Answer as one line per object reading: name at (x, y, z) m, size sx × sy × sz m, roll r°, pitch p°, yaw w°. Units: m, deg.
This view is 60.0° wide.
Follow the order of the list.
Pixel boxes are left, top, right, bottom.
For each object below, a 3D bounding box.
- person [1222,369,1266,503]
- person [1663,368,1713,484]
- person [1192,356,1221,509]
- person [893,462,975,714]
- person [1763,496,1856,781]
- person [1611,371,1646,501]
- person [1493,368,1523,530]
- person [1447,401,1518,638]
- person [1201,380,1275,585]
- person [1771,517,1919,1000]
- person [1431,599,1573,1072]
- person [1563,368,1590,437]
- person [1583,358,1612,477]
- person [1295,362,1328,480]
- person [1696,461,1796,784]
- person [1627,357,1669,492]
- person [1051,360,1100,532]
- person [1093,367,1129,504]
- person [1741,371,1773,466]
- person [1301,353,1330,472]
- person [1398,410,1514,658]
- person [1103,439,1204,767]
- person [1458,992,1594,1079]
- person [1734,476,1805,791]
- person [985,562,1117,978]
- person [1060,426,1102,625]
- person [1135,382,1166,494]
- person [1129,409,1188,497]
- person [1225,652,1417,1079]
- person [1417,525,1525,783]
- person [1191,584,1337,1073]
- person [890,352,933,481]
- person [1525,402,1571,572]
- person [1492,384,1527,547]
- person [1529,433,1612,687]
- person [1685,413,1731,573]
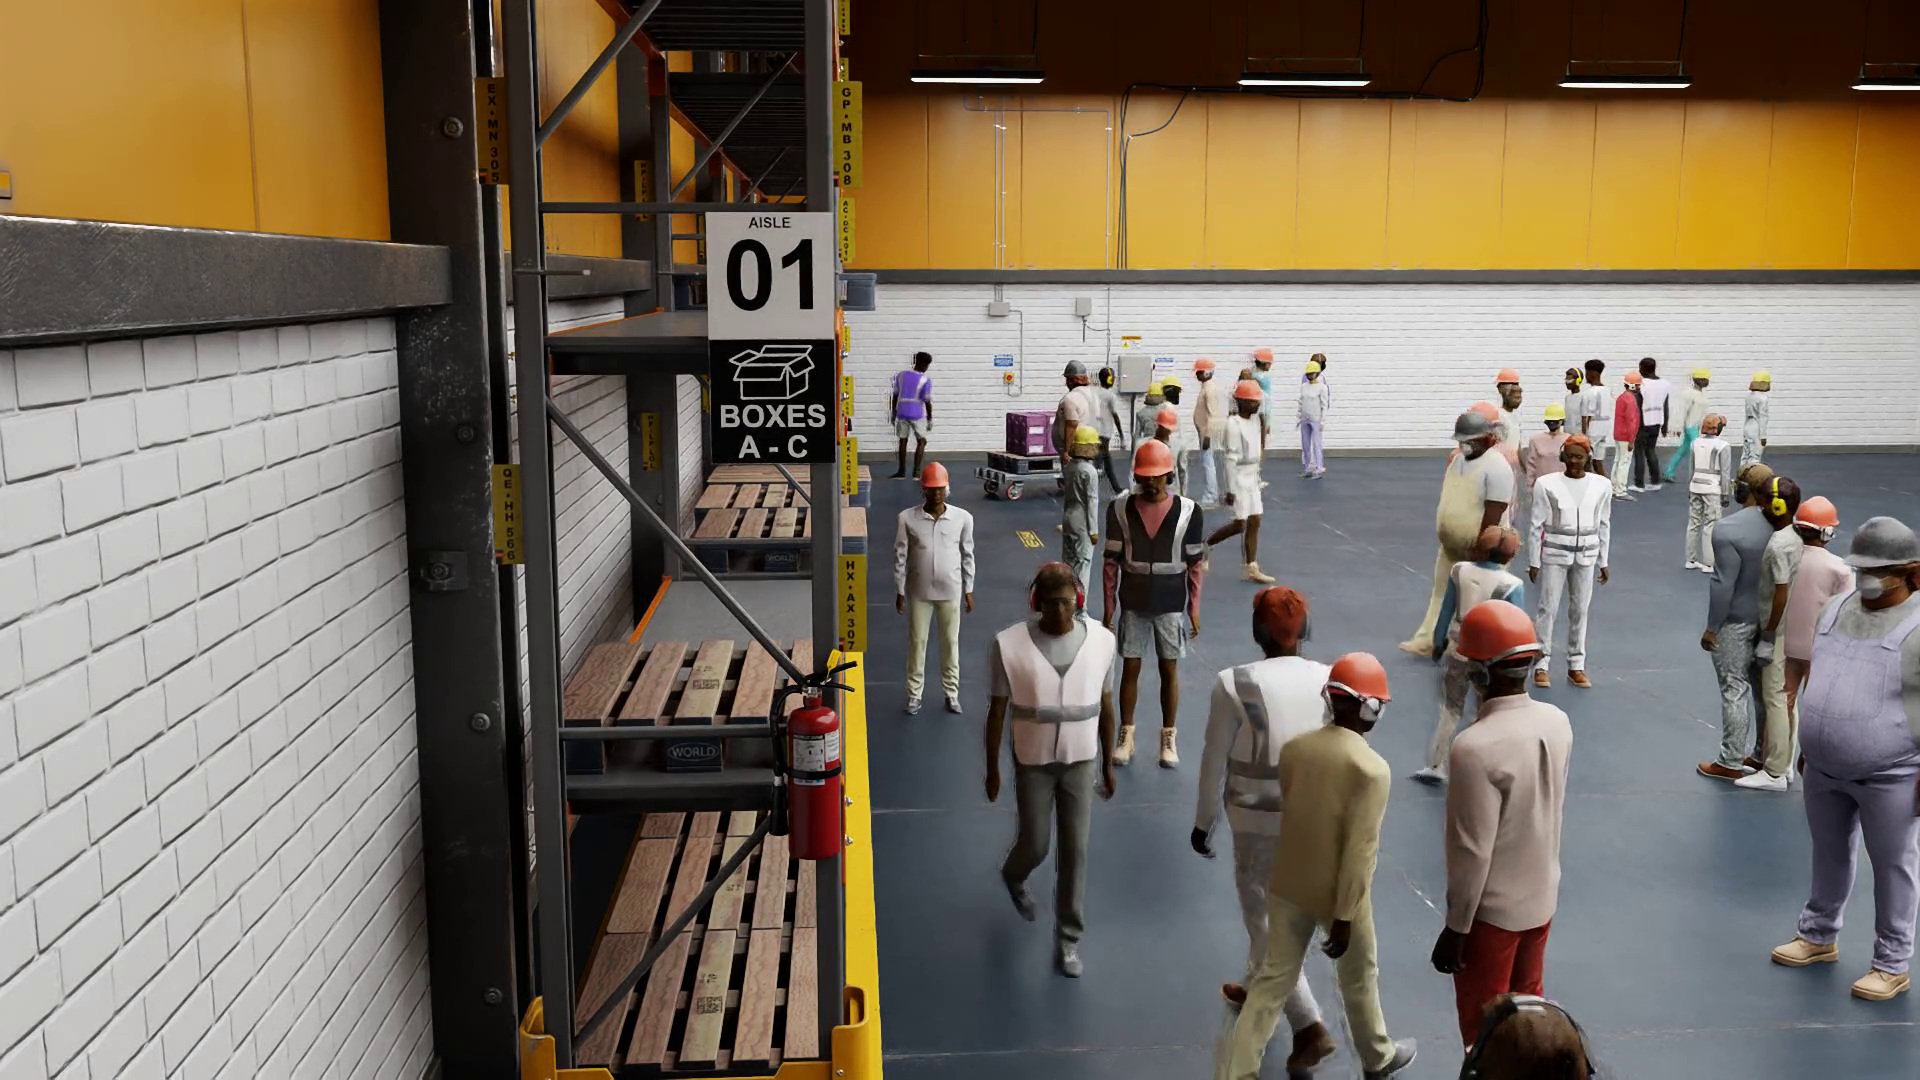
person at (3.808, -1.396, 22.275) m, size 0.529 × 1.791 × 0.990 m, roll 8°, pitch 12°, yaw 40°
person at (10.597, -1.628, 23.973) m, size 0.532 × 1.710 × 0.938 m, roll -8°, pitch 12°, yaw -41°
person at (3.186, -1.390, 21.603) m, size 0.401 × 1.991 × 0.621 m, roll 0°, pitch 9°, yaw 3°
person at (-0.177, 0.333, 11.505) m, size 0.573 × 1.754 × 0.323 m, roll -1°, pitch 9°, yaw -4°
person at (4.959, 0.618, 9.721) m, size 0.318 × 1.756 × 0.561 m, roll -6°, pitch 11°, yaw -34°
person at (9.015, -1.401, 22.436) m, size 0.347 × 1.746 × 0.560 m, roll 1°, pitch 9°, yaw 6°
person at (6.490, -1.076, 19.793) m, size 0.361 × 1.939 × 0.543 m, roll 1°, pitch 9°, yaw 8°
person at (4.311, -0.152, 13.803) m, size 0.622 × 1.996 × 0.370 m, roll -2°, pitch 9°, yaw -11°
person at (2.729, -0.576, 16.392) m, size 0.777 × 2.024 × 0.621 m, roll 6°, pitch 11°, yaw 34°
person at (3.820, 0.903, 7.048) m, size 0.539 × 2.000 × 0.688 m, roll -4°, pitch 10°, yaw -24°
person at (1.749, 1.181, 5.454) m, size 0.614 × 1.990 × 0.392 m, roll -8°, pitch 12°, yaw -41°
person at (7.833, -1.262, 21.236) m, size 0.328 × 1.858 × 0.501 m, roll -2°, pitch 9°, yaw -12°
person at (8.193, -1.373, 21.585) m, size 0.611 × 1.963 × 0.405 m, roll -8°, pitch 12°, yaw -42°
person at (5.266, -1.763, 24.775) m, size 0.526 × 1.781 × 0.536 m, roll -7°, pitch 12°, yaw -39°
person at (4.711, 0.491, 9.945) m, size 0.635 × 1.938 × 0.351 m, roll -3°, pitch 10°, yaw -20°
person at (9.587, -1.612, 23.307) m, size 0.630 × 1.893 × 0.540 m, roll -4°, pitch 10°, yaw -25°
person at (1.344, -1.117, 19.730) m, size 0.535 × 2.000 × 0.684 m, roll 6°, pitch 11°, yaw 32°
person at (1.966, -1.369, 22.003) m, size 0.978 × 1.814 × 0.546 m, roll -5°, pitch 10°, yaw -30°
person at (10.873, -1.436, 22.685) m, size 0.318 × 1.740 × 0.487 m, roll 0°, pitch 9°, yaw 0°
person at (5.489, -1.963, 25.695) m, size 0.429 × 1.835 × 0.629 m, roll -1°, pitch 9°, yaw -5°
person at (3.894, -0.035, 12.937) m, size 0.906 × 2.000 × 0.703 m, roll -4°, pitch 10°, yaw -22°
person at (1.179, 0.396, 10.233) m, size 0.615 × 2.038 × 0.395 m, roll 2°, pitch 9°, yaw 11°
person at (0.938, 1.673, 2.853) m, size 0.548 × 1.831 × 0.422 m, roll -1°, pitch 9°, yaw -8°
person at (4.812, 0.550, 9.818) m, size 0.331 × 1.865 × 0.519 m, roll 8°, pitch 12°, yaw 40°
person at (0.394, 0.965, 7.372) m, size 0.582 × 1.819 × 0.646 m, roll -2°, pitch 9°, yaw -10°
person at (1.063, -0.121, 14.449) m, size 0.343 × 1.736 × 0.484 m, roll -5°, pitch 10°, yaw -27°
person at (2.366, -1.046, 20.220) m, size 0.492 × 1.740 × 0.319 m, roll 5°, pitch 11°, yaw 31°
person at (2.025, -0.504, 17.000) m, size 0.574 × 1.686 × 0.936 m, roll 2°, pitch 9°, yaw 13°
person at (1.306, 1.252, 6.025) m, size 0.972 × 1.672 × 0.568 m, roll -6°, pitch 11°, yaw -33°
person at (2.998, 0.697, 9.732) m, size 0.333 × 1.612 × 0.636 m, roll -7°, pitch 11°, yaw -36°
person at (1.254, 1.096, 6.457) m, size 0.577 × 1.856 × 0.896 m, roll -3°, pitch 10°, yaw -21°
person at (-0.738, -1.831, 24.608) m, size 0.735 × 1.926 × 0.370 m, roll 5°, pitch 10°, yaw 26°
person at (5.995, -0.516, 16.858) m, size 0.521 × 1.758 × 0.349 m, roll 6°, pitch 11°, yaw 35°
person at (6.104, -0.822, 18.529) m, size 0.416 × 1.832 × 0.520 m, roll 6°, pitch 11°, yaw 34°
person at (4.482, 0.154, 12.243) m, size 0.584 × 1.881 × 0.339 m, roll 0°, pitch 9°, yaw 3°
person at (7.635, -0.475, 16.988) m, size 0.312 × 1.634 × 0.514 m, roll -3°, pitch 10°, yaw -20°
